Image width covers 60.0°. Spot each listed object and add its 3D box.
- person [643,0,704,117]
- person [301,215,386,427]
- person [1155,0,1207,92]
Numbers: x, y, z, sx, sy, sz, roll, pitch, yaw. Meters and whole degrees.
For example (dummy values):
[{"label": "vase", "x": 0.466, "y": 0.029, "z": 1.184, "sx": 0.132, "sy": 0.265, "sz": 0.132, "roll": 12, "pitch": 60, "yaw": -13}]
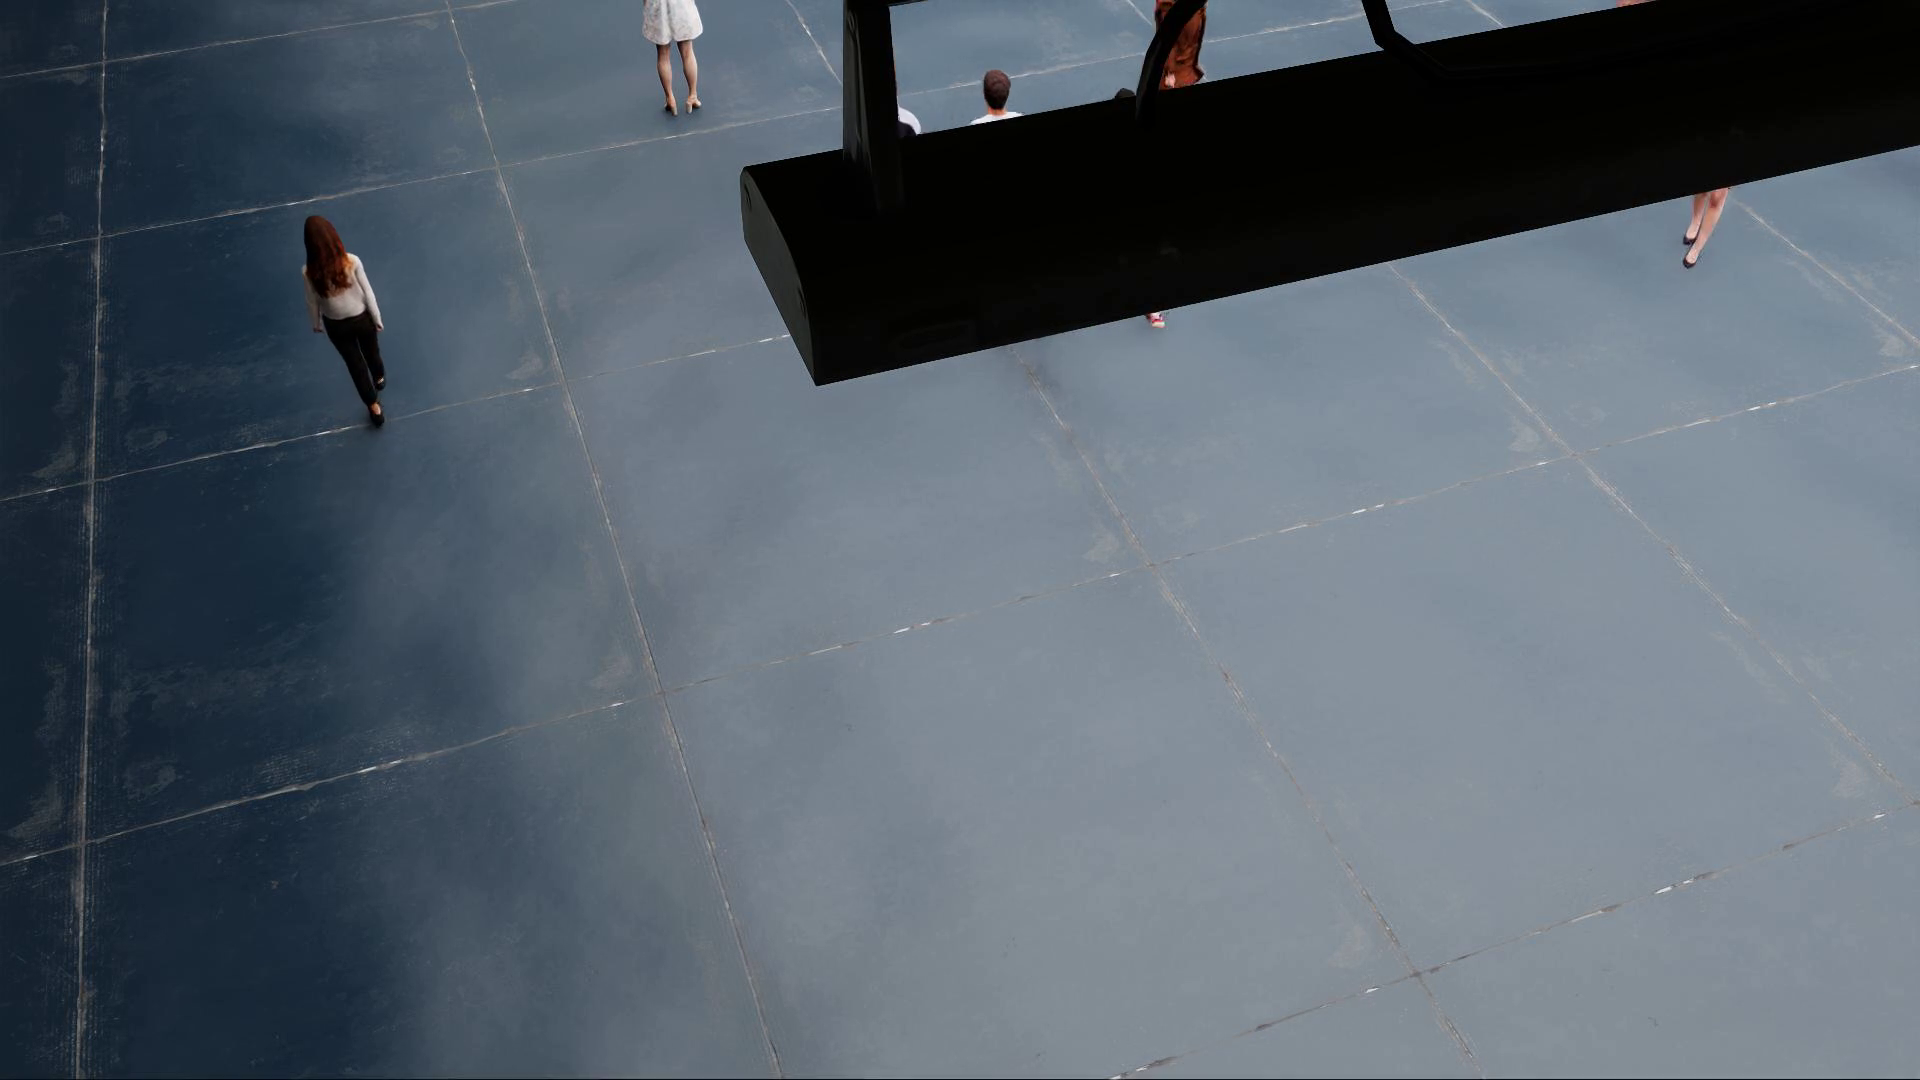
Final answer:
[{"label": "person", "x": -2.350, "y": -4.289, "z": 13.445, "sx": 0.707, "sy": 1.775, "sz": 0.708, "roll": -5, "pitch": 43, "yaw": -5}, {"label": "person", "x": -3.860, "y": -1.344, "z": 10.516, "sx": 0.585, "sy": 1.468, "sz": 0.802, "roll": -15, "pitch": 45, "yaw": -15}, {"label": "person", "x": 1.560, "y": -3.652, "z": 12.724, "sx": 0.919, "sy": 1.826, "sz": 0.851, "roll": 15, "pitch": 45, "yaw": 15}]
